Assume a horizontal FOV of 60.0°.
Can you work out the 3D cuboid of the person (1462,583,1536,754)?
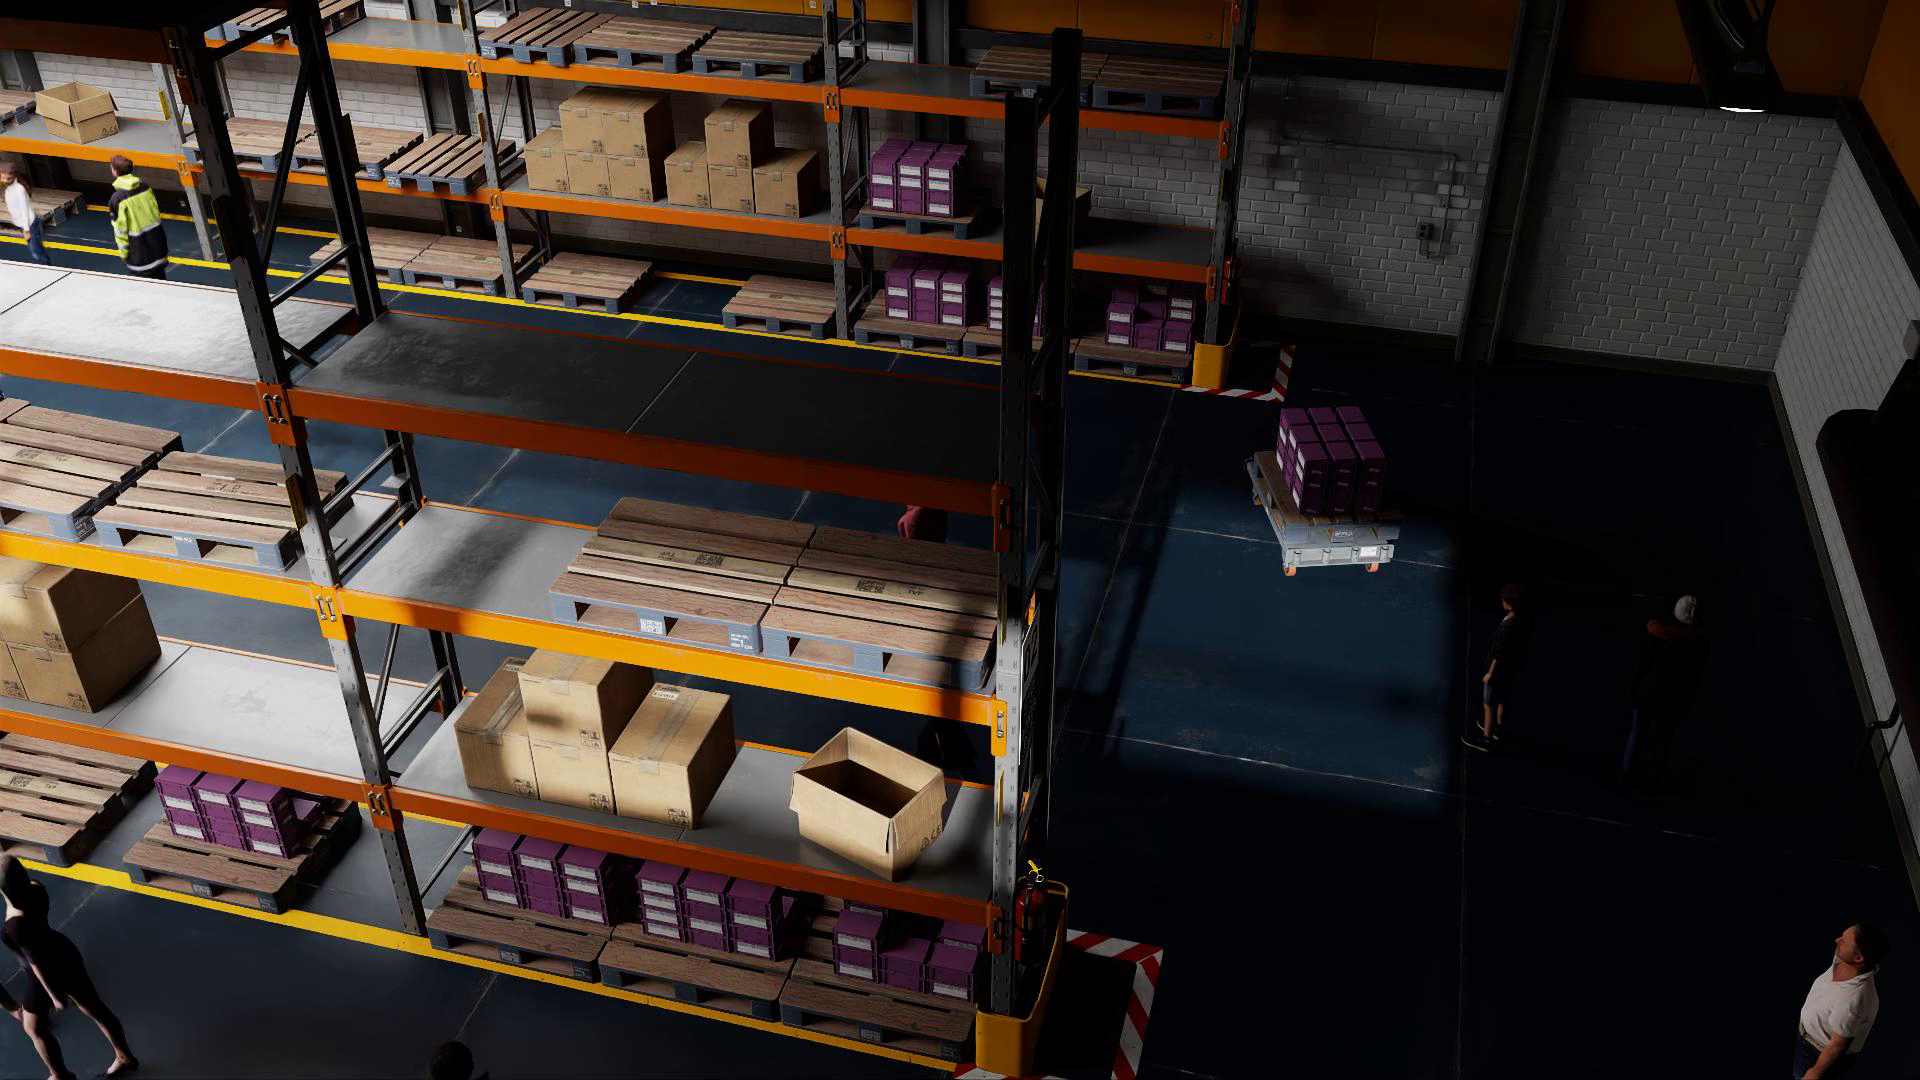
[{"bbox_3d":[3.993,0.920,12.226,0.648,1.450,0.619,28,43,36],"label":"person"}]

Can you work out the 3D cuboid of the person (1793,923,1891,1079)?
[{"bbox_3d":[4.729,2.777,9.067,0.639,1.856,0.707,15,37,22],"label":"person"}]

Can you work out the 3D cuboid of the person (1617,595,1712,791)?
[{"bbox_3d":[4.995,1.085,11.813,0.525,1.633,0.673,7,34,10],"label":"person"}]

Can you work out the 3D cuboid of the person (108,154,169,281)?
[{"bbox_3d":[-8.729,-3.162,17.901,0.971,1.968,0.763,8,34,12],"label":"person"}]

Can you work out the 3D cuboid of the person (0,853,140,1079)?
[{"bbox_3d":[-5.099,2.476,9.561,0.897,1.810,0.745,-4,34,-5],"label":"person"}]

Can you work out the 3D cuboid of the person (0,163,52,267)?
[{"bbox_3d":[-10.639,-3.631,19.000,0.850,1.531,0.690,-19,38,-26],"label":"person"}]

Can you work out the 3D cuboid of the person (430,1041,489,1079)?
[{"bbox_3d":[-2.528,3.214,8.586,0.598,1.660,0.654,26,41,33],"label":"person"}]
